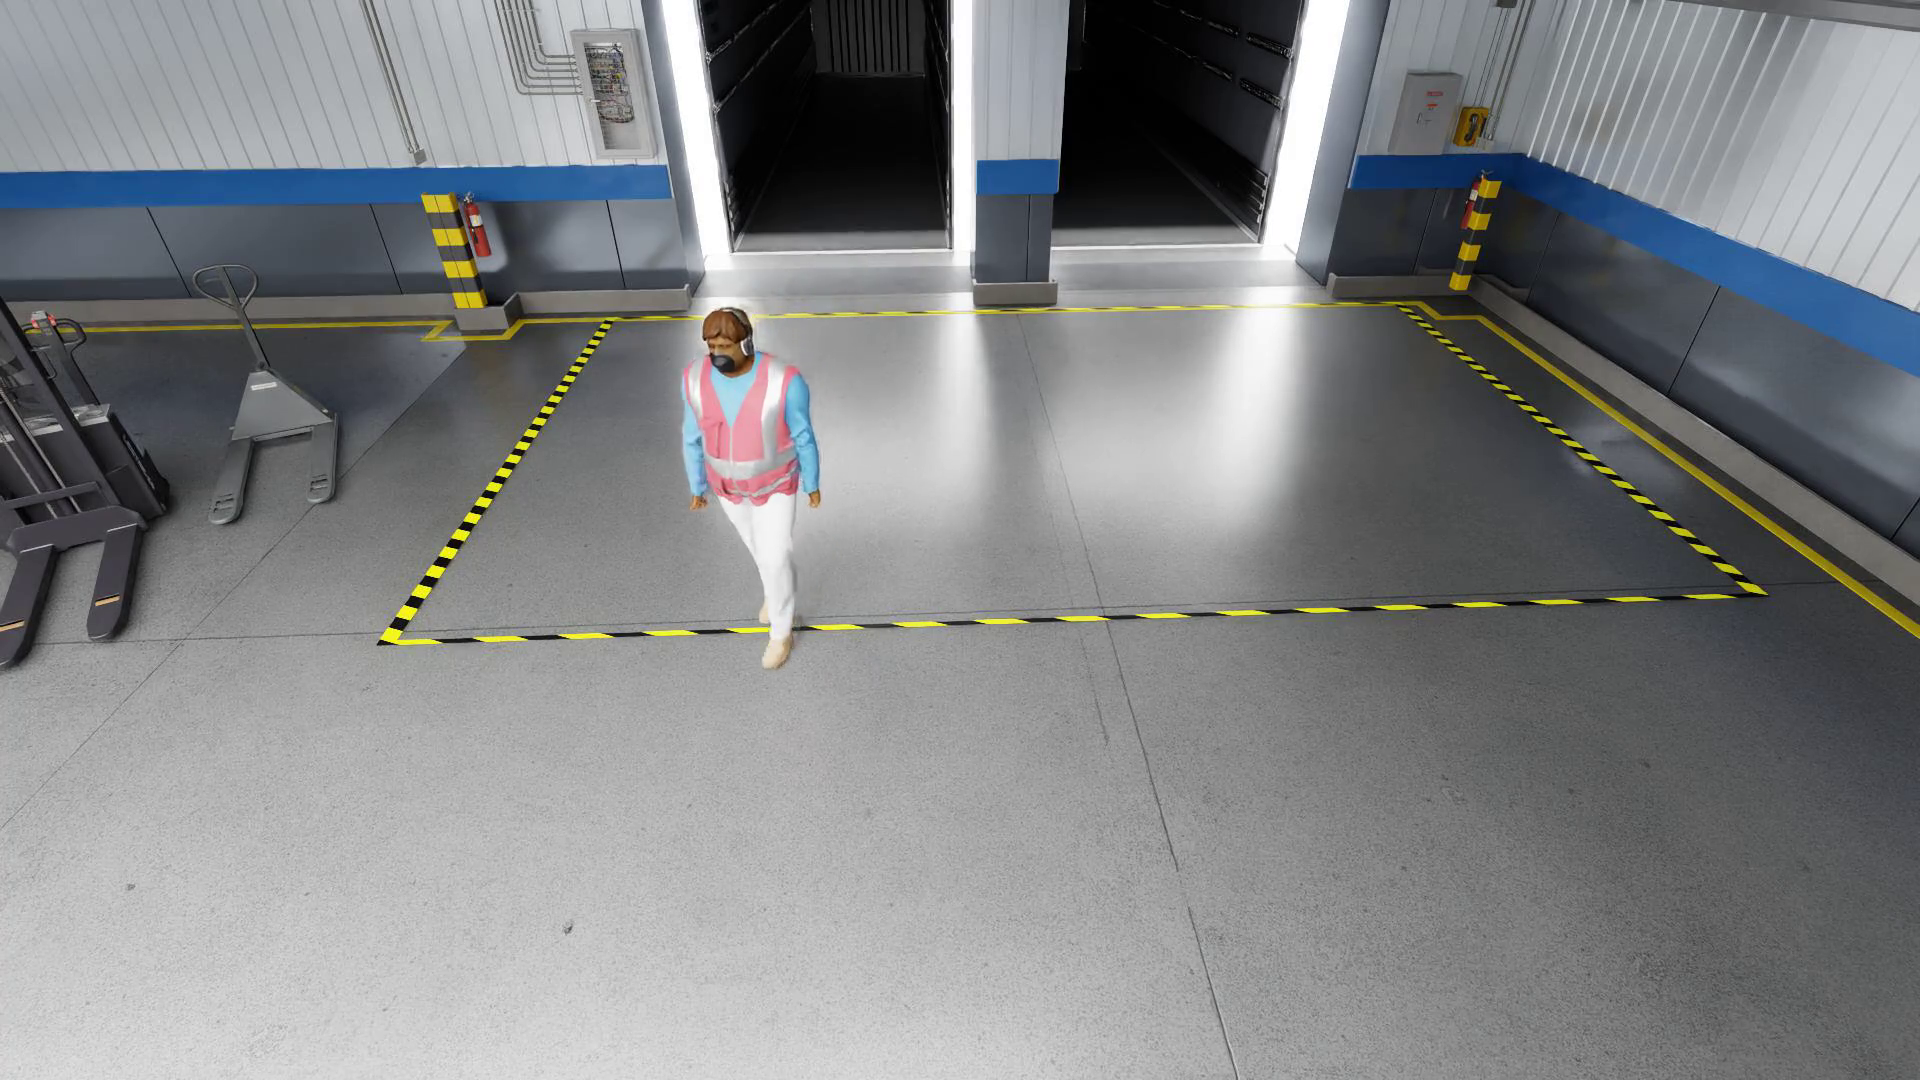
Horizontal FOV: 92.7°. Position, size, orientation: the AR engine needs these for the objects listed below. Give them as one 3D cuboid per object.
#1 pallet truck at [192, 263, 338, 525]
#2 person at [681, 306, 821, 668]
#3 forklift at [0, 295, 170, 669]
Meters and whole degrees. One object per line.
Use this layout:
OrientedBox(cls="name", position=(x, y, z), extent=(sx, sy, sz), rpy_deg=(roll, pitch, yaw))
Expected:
OrientedBox(cls="pallet truck", position=(-4.778, -1.027, 6.128), extent=(0.680, 1.201, 1.601), rpy_deg=(-17, 38, -23))
OrientedBox(cls="person", position=(-1.037, -0.243, 4.489), extent=(0.650, 1.827, 0.664), rpy_deg=(7, 35, 10))
OrientedBox(cls="forklift", position=(-5.212, -0.618, 4.878), extent=(0.823, 1.965, 1.885), rpy_deg=(-20, 39, -26))
